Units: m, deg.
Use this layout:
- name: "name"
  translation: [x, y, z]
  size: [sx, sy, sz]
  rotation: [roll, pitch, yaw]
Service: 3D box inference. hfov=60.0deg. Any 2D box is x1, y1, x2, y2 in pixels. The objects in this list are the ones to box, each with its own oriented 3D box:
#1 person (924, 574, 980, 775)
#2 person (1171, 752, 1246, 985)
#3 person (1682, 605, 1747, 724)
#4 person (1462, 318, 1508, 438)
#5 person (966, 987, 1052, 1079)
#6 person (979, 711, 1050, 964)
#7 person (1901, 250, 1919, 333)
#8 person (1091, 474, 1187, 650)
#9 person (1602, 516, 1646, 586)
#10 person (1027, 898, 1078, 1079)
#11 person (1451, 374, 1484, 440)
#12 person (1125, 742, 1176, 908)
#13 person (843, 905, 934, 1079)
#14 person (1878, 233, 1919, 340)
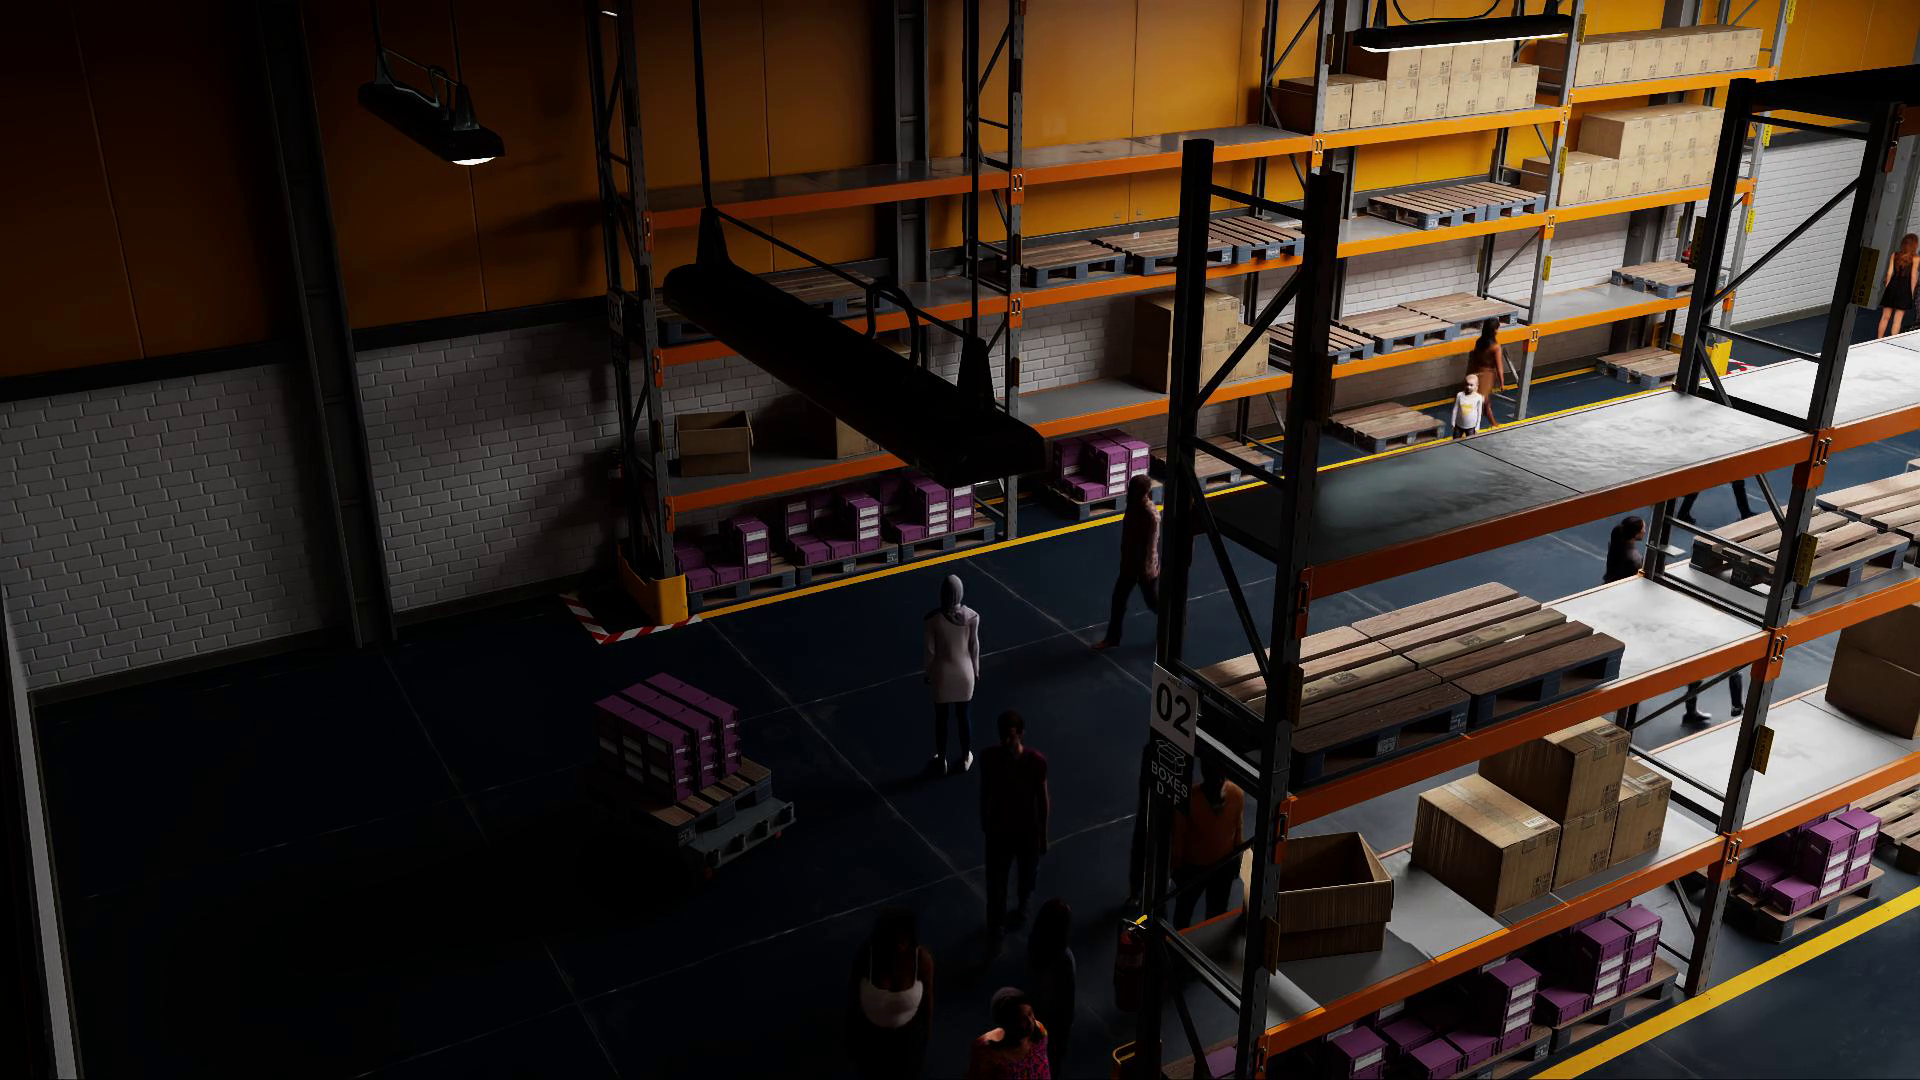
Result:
- name: "person"
  translation: [-0.068, 1.112, 13.779]
  size: [0.604, 1.775, 0.746]
  rotation: [-3, 24, -6]
- name: "person"
  translation: [1.678, 2.198, 11.324]
  size: [0.629, 1.753, 0.789]
  rotation: [-5, 24, -10]
- name: "person"
  translation: [6.552, 0.819, 14.519]
  size: [1.029, 1.720, 0.734]
  rotation: [-7, 25, -15]
- name: "person"
  translation: [6.512, -1.940, 20.922]
  size: [1.096, 1.647, 0.662]
  rotation: [-9, 25, -21]
- name: "person"
  translation: [0.299, 3.162, 9.208]
  size: [0.581, 1.681, 0.702]
  rotation: [-14, 27, -29]
- name: "person"
  translation: [0.405, 1.991, 11.732]
  size: [1.179, 1.805, 1.193]
  rotation: [4, 24, 10]
- name: "person"
  translation: [14.887, -4.042, 25.647]
  size: [0.725, 1.714, 0.627]
  rotation: [16, 28, 32]
- name: "person"
  translation: [1.795, 0.216, 15.816]
  size: [1.203, 1.787, 0.761]
  rotation: [-11, 26, -24]
- name: "person"
  translation: [5.983, 0.557, 15.175]
  size: [0.662, 1.675, 0.669]
  rotation: [-6, 24, -13]
- name: "person"
  translation: [0.527, 2.841, 10.202]
  size: [0.531, 1.473, 0.598]
  rotation: [-19, 30, -36]
- name: "person"
  translation: [6.122, -1.394, 20.133]
  size: [0.580, 1.279, 0.629]
  rotation: [10, 25, 21]
- name: "person"
  translation: [1.522, 1.925, 12.203]
  size: [0.745, 1.549, 0.834]
  rotation: [11, 26, 23]
- name: "person"
  translation: [-0.417, 2.858, 9.785]
  size: [1.183, 1.776, 1.138]
  rotation: [2, 24, 4]
- name: "person"
  translation: [13.839, -3.625, 24.544]
  size: [0.589, 1.834, 0.620]
  rotation: [-20, 31, -38]
